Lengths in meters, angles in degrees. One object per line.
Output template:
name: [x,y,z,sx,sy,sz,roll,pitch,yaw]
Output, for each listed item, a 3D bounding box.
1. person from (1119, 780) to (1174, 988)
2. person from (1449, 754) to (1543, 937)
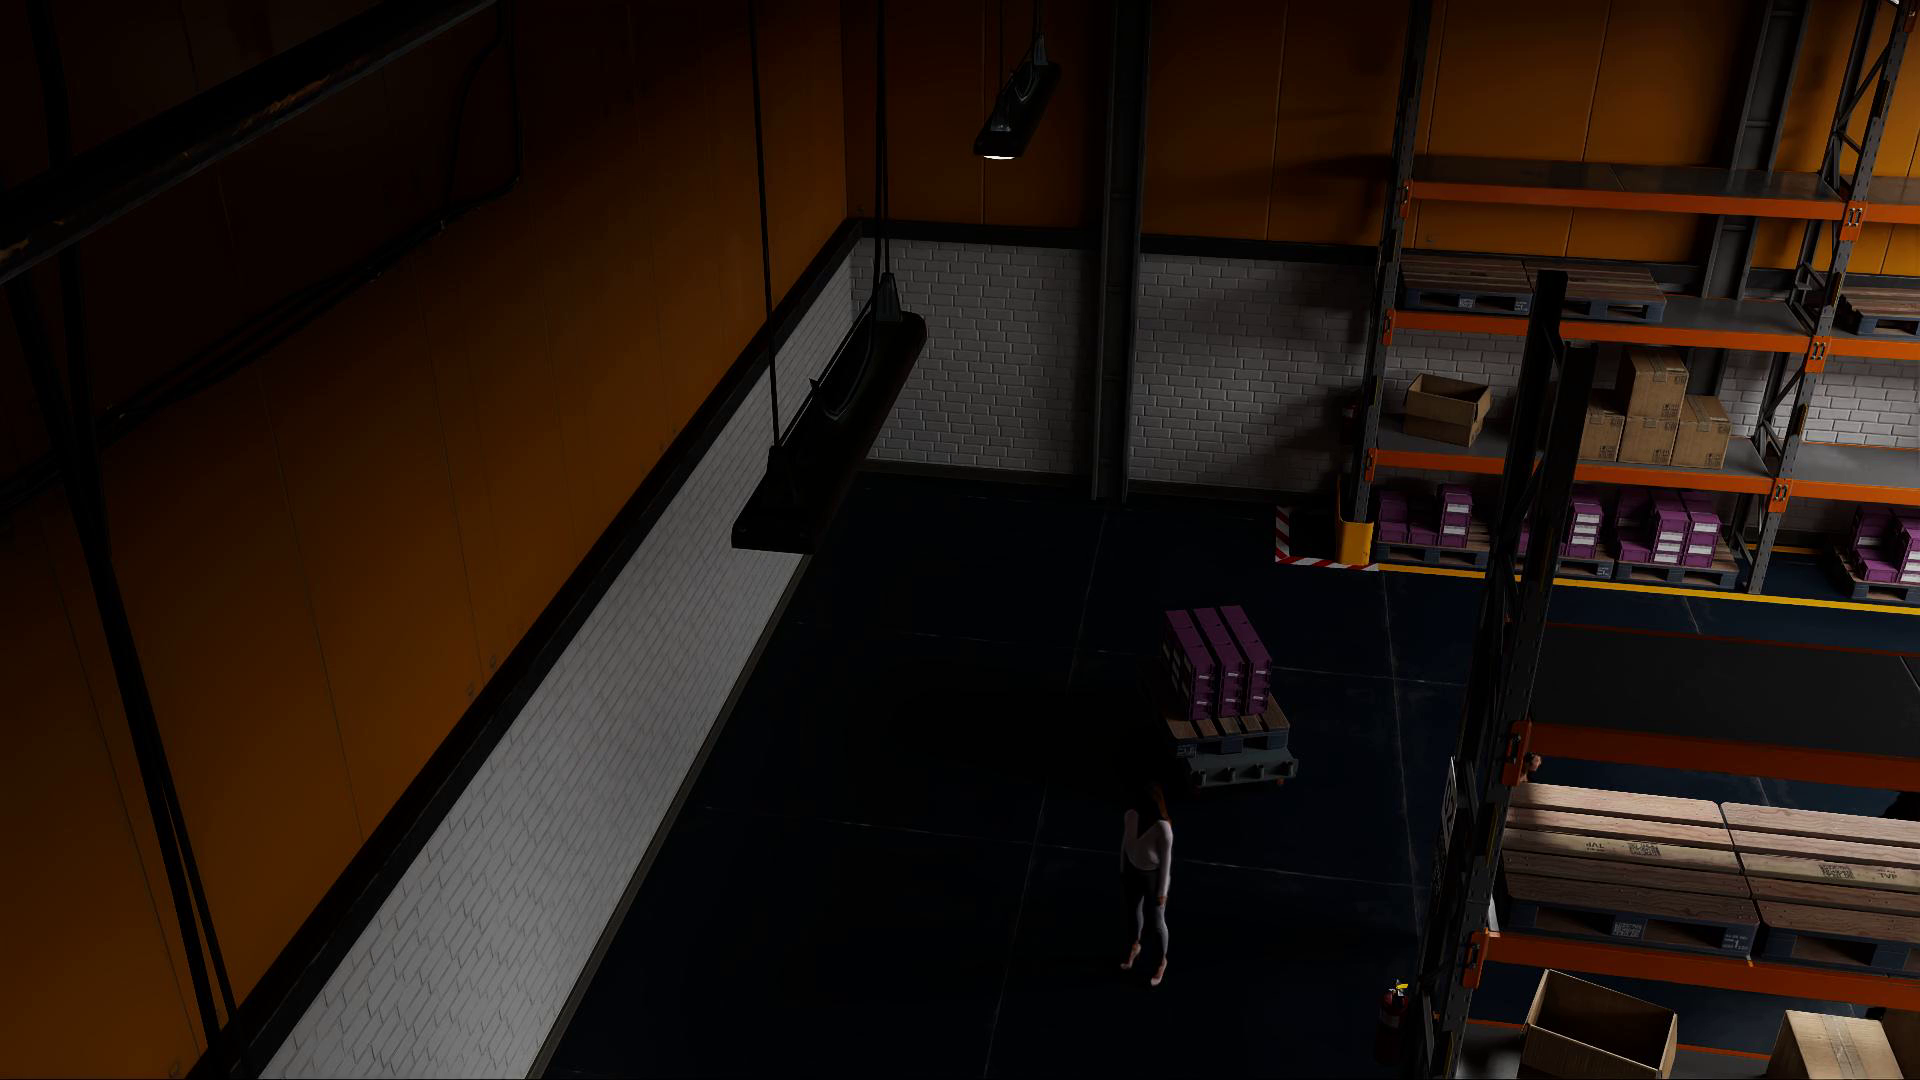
person: [1.323,2.407,11.754,0.636,1.760,0.724,24,37,36]
person: [3.849,2.218,12.080,1.053,1.782,0.667,6,29,11]
